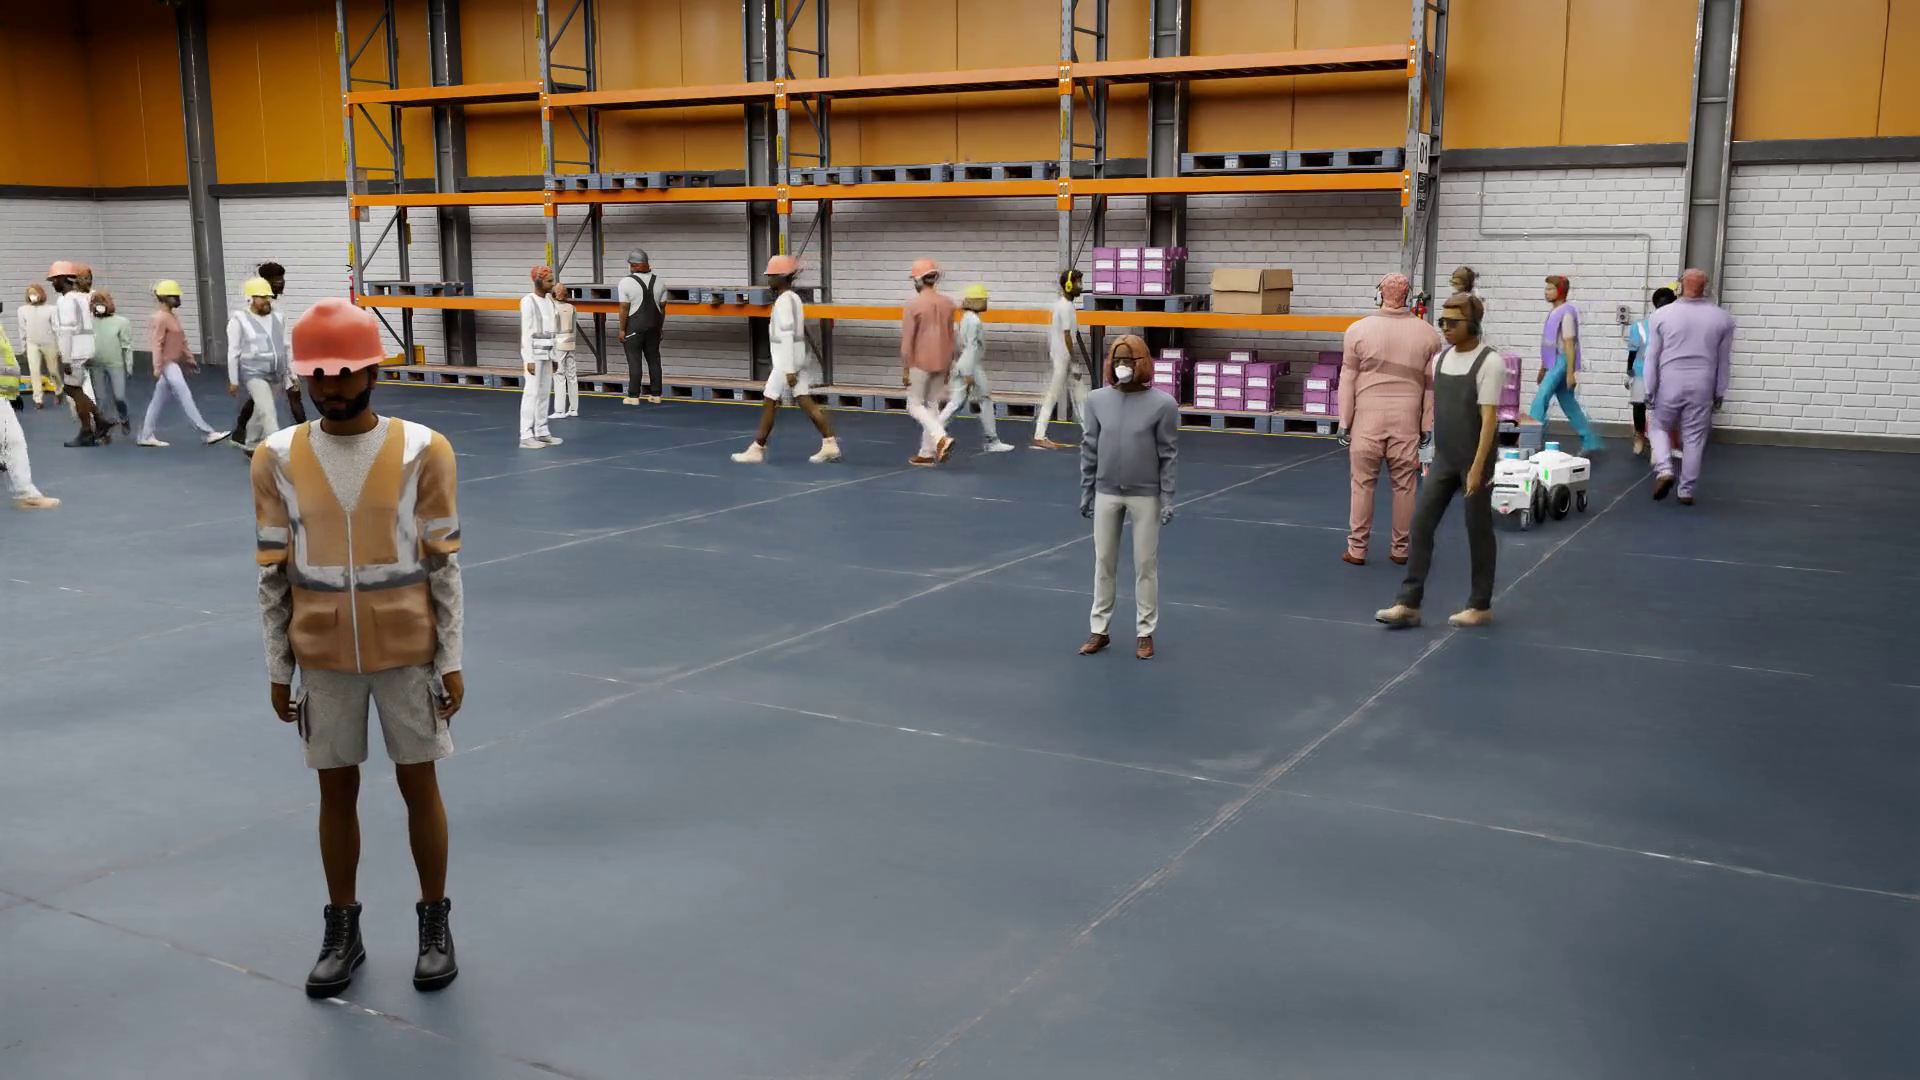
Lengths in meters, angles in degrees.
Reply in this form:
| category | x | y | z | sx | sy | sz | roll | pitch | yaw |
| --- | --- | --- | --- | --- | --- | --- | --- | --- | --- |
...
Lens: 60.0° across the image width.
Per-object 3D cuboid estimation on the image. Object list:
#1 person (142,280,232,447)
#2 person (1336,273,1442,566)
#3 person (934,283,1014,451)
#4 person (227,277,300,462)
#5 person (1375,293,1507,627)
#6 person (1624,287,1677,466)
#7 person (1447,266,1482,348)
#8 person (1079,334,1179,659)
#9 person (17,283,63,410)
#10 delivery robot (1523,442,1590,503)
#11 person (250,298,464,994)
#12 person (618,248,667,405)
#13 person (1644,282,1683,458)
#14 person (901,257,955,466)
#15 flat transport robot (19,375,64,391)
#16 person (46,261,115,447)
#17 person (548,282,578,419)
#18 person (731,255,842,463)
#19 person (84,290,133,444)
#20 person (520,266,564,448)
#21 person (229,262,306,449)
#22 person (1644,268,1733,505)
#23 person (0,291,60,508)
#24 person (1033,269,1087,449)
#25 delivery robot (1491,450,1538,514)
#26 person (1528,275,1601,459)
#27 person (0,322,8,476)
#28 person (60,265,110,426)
| category | x | y | z | sx | sy | sz | roll | pitch | yaw |
| --- | --- | --- | --- | --- | --- | --- | --- | --- | --- |
| person | -8.048 | -1.804 | 17.129 | 0.938 | 1.717 | 0.533 | -2 | 10 | -11 |
| person | 2.769 | -0.776 | 10.809 | 0.647 | 1.901 | 0.402 | 0 | 10 | 0 |
| person | 0.065 | -1.727 | 16.717 | 0.871 | 1.705 | 0.497 | -2 | 10 | -13 |
| person | -6.559 | -1.571 | 15.637 | 0.967 | 1.785 | 0.608 | 6 | 11 | 29 |
| person | 2.601 | -0.397 | 8.897 | 0.820 | 1.817 | 0.512 | -6 | 12 | -32 |
| person | 6.577 | -1.547 | 15.727 | 0.558 | 1.684 | 0.420 | 4 | 11 | 21 |
| person | 4.933 | -1.705 | 16.096 | 1.018 | 1.887 | 0.701 | 3 | 11 | 18 |
| person | 0.843 | -0.215 | 8.365 | 0.500 | 1.633 | 0.286 | 4 | 11 | 22 |
| person | -11.768 | -2.493 | 21.350 | 0.502 | 1.604 | 0.775 | -3 | 10 | -14 |
| delivery robot | 4.564 | -0.515 | 12.851 | 0.707 | 0.478 | 0.477 | -9 | 13 | -41 |
| person | -1.640 | 0.309 | 4.571 | 0.544 | 1.931 | 0.386 | -2 | 10 | -10 |
| person | -4.220 | -2.805 | 21.877 | 0.689 | 2.000 | 0.539 | -9 | 13 | -41 |
| person | 6.950 | -1.652 | 16.244 | 0.478 | 1.726 | 0.565 | 9 | 14 | 42 |
| person | -0.257 | -1.637 | 15.473 | 0.612 | 1.971 | 0.629 | -9 | 13 | -41 |
| flat transport robot | -13.403 | -2.164 | 23.256 | 0.652 | 0.197 | 1.431 | 8 | 13 | 39 |
| person | -9.147 | -1.914 | 17.186 | 0.472 | 1.915 | 0.647 | -2 | 10 | -9 |
| person | -4.791 | -2.270 | 19.985 | 0.308 | 1.640 | 0.510 | 5 | 11 | 28 |
| person | -1.626 | -1.705 | 15.821 | 1.071 | 1.996 | 0.622 | 1 | 10 | 8 |
| person | -8.975 | -1.819 | 17.508 | 0.508 | 1.621 | 0.430 | -3 | 10 | -17 |
| person | -4.331 | -1.885 | 17.173 | 0.371 | 1.873 | 0.591 | 3 | 10 | 16 |
| person | -7.027 | -1.863 | 16.933 | 1.010 | 1.918 | 0.622 | 0 | 10 | 0 |
| person | 5.796 | -1.216 | 13.305 | 0.653 | 1.892 | 0.439 | 2 | 10 | 11 |
| person | -7.691 | -1.128 | 13.067 | 0.919 | 1.808 | 0.629 | -3 | 11 | -18 |
| person | 1.176 | -1.815 | 16.869 | 0.947 | 1.820 | 0.562 | 2 | 10 | 9 |
| delivery robot | 4.072 | -0.419 | 12.306 | 0.477 | 0.478 | 0.707 | 4 | 11 | 22 |
| person | 5.734 | -1.640 | 15.980 | 1.000 | 1.796 | 0.579 | 2 | 10 | 10 |
| person | -8.816 | -1.495 | 15.047 | 0.404 | 1.835 | 0.588 | 0 | 10 | -2 |
| person | -10.123 | -2.247 | 19.230 | 0.769 | 1.860 | 0.579 | 5 | 11 | 26 |
